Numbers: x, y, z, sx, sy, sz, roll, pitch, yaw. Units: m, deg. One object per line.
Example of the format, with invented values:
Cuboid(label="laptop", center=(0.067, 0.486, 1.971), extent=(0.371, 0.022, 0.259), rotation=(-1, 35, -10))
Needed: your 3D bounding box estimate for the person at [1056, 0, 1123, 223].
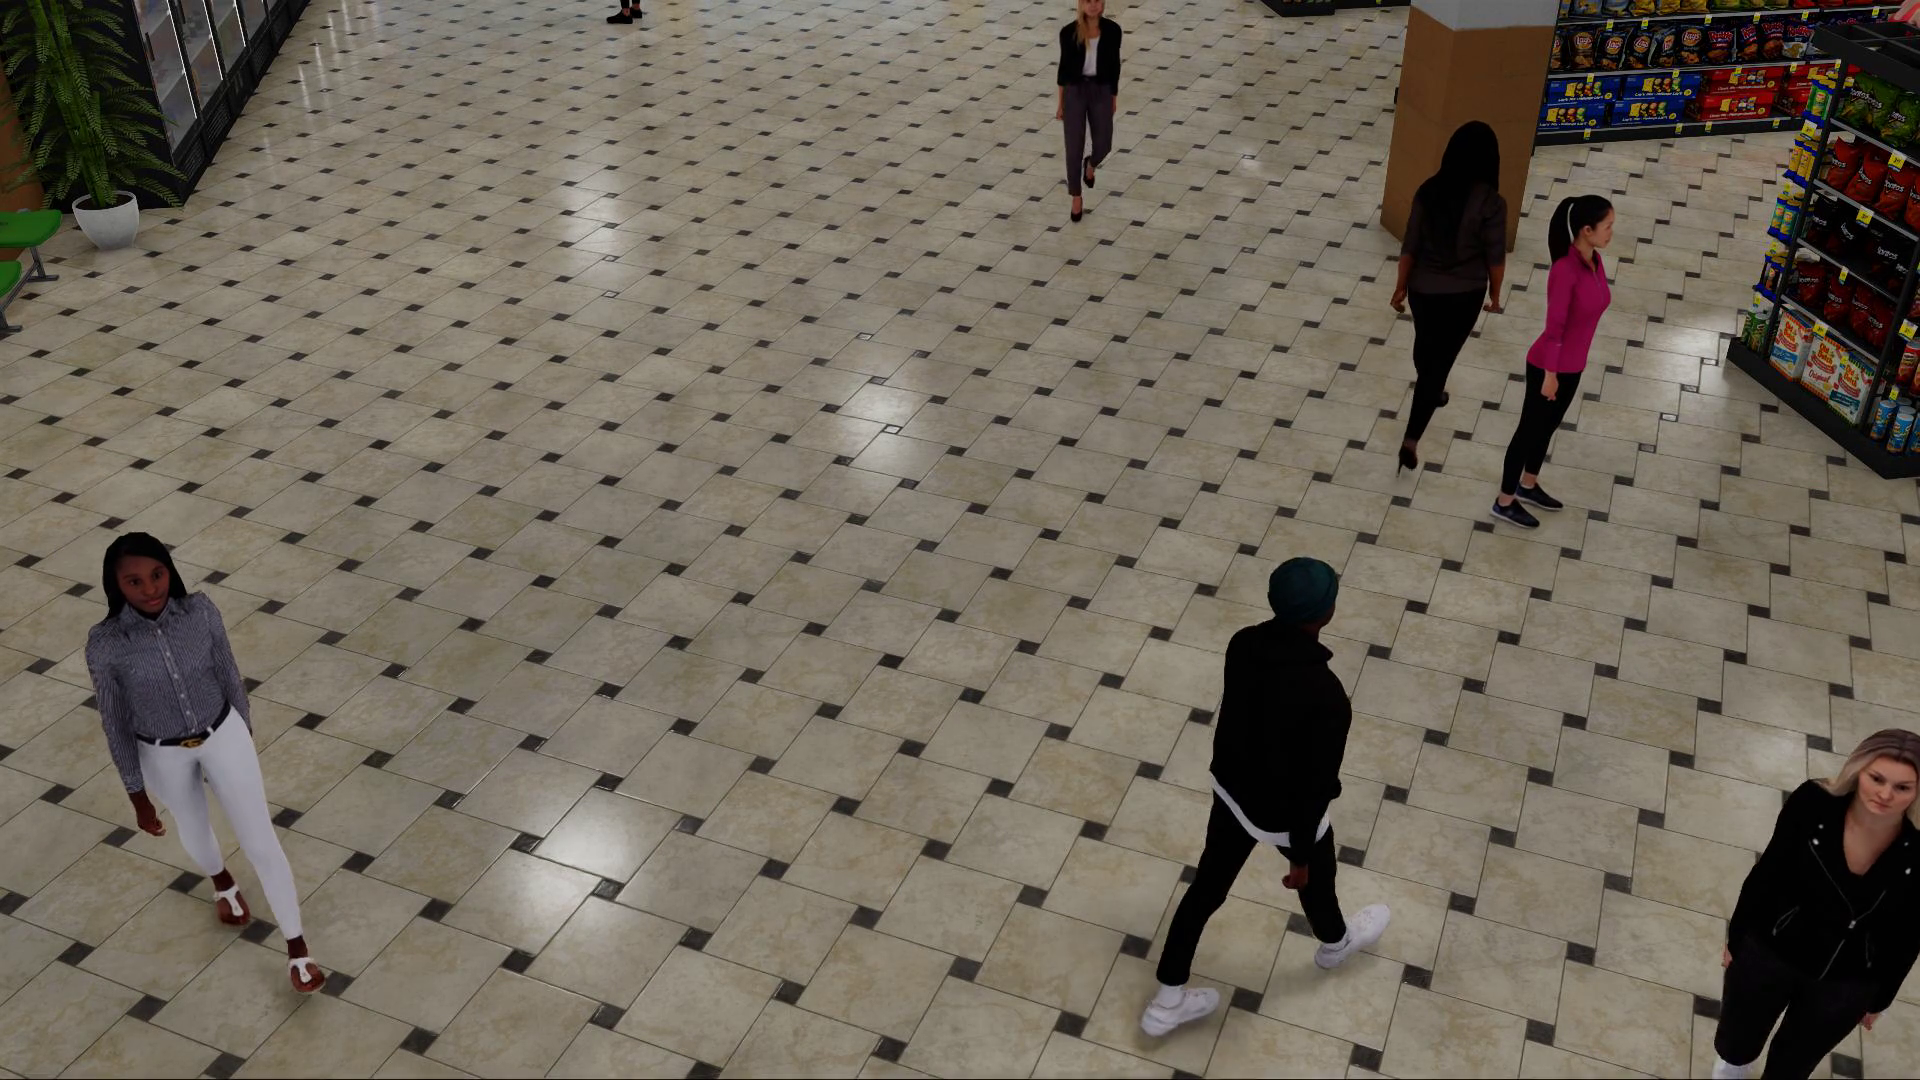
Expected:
Cuboid(label="person", center=(0.889, -3.104, 11.759), extent=(0.747, 1.660, 0.724), rotation=(0, 32, 0))

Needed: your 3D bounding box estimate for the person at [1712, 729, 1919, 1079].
Cuboid(label="person", center=(2.477, 1.185, 4.847), extent=(0.884, 1.679, 0.927), rotation=(16, 36, 25))

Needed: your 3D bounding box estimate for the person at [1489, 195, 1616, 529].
Cuboid(label="person", center=(2.905, -0.875, 8.140), extent=(0.736, 1.699, 0.660), rotation=(25, 40, 34))

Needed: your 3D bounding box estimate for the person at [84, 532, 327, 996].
Cuboid(label="person", center=(-2.618, 0.693, 5.630), extent=(1.065, 1.689, 0.905), rotation=(-17, 36, -26))

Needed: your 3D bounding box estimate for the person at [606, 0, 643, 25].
Cuboid(label="person", center=(-3.351, -5.965, 16.307), extent=(0.702, 1.713, 0.684), rotation=(13, 34, 20))

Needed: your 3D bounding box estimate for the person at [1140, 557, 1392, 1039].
Cuboid(label="person", center=(0.898, 0.881, 5.257), extent=(1.337, 1.764, 1.047), rotation=(-21, 37, -30))

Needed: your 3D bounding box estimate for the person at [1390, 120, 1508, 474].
Cuboid(label="person", center=(2.458, -1.185, 8.557), extent=(1.143, 1.783, 1.229), rotation=(22, 38, 31))
